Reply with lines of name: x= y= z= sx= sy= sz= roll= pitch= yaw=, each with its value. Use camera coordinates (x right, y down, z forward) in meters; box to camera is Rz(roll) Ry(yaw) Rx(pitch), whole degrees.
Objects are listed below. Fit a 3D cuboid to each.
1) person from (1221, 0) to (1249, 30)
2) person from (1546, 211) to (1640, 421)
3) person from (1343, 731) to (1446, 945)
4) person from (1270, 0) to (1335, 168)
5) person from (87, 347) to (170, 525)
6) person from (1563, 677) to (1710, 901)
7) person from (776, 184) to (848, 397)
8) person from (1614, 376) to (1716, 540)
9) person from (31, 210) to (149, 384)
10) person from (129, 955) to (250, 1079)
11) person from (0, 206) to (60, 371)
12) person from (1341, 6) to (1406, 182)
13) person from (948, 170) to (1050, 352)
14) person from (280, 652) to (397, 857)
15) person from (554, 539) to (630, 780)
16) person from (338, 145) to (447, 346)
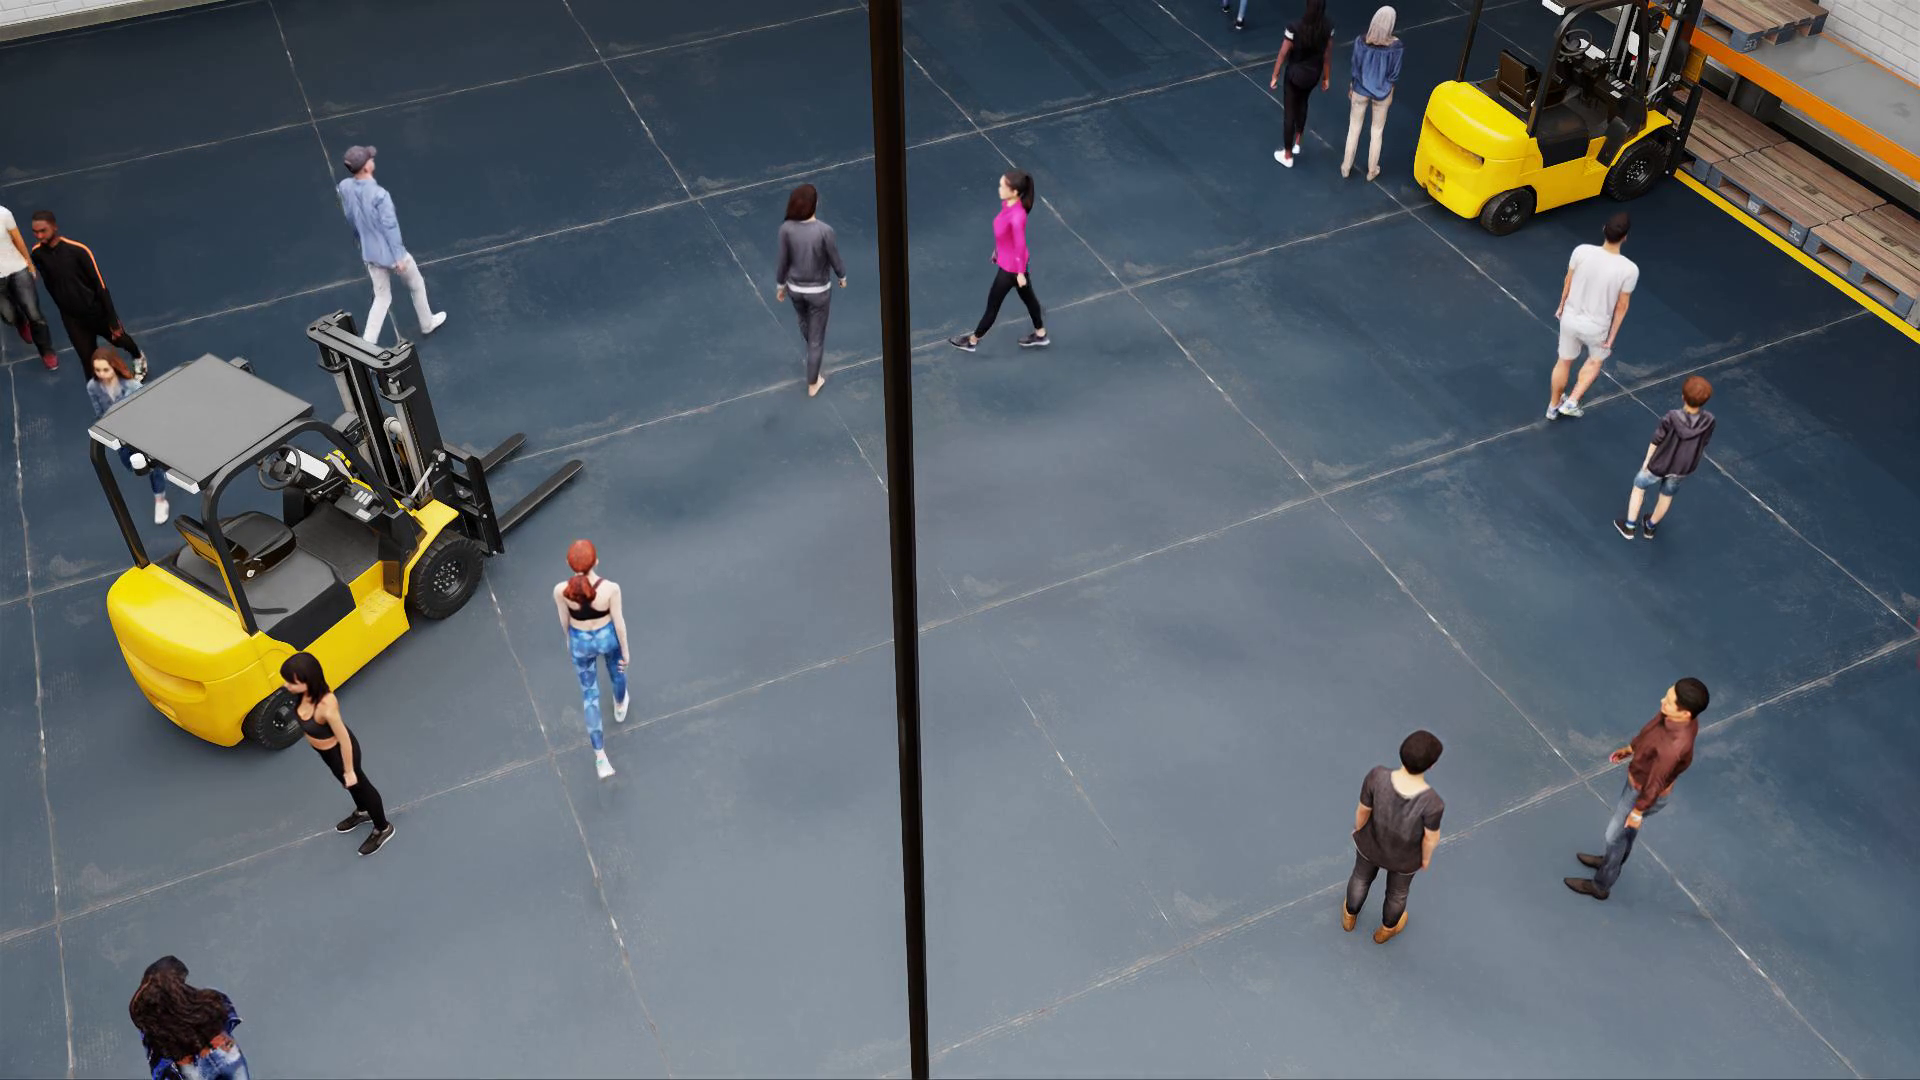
person: x=3.009 y=-6.091 z=17.805 sx=0.744 sy=1.230 sz=0.937 roll=1 pitch=44 yaw=1
person: x=4.747 y=-1.645 z=12.693 sx=0.789 sy=1.844 sz=0.876 roll=27 pitch=50 yaw=25
person: x=2.422 y=1.672 z=9.304 sx=0.672 sy=1.717 sz=0.770 roll=23 pitch=48 yaw=22
person: x=3.247 y=-4.292 z=15.559 sx=0.778 sy=1.725 sz=0.731 roll=-10 pitch=45 yaw=-11
person: x=-5.991 y=-0.827 z=12.110 sx=0.723 sy=1.463 sz=0.874 roll=-3 pitch=44 yaw=-3
person: x=3.974 y=1.415 z=9.531 sx=0.815 sy=1.775 sz=0.776 roll=19 pitch=47 yaw=19
person: x=-1.211 y=-1.915 z=13.058 sx=1.014 sy=1.732 sz=1.121 roll=10 pitch=44 yaw=10
person: x=5.058 y=-0.544 z=11.827 sx=0.670 sy=1.446 sz=0.721 roll=8 pitch=44 yaw=8
person: x=-6.732 y=-1.814 z=12.926 sx=0.890 sy=1.769 sz=1.253 roll=-5 pitch=44 yaw=-5
person: x=-3.721 y=2.689 z=8.339 sx=0.770 sy=1.575 sz=1.112 roll=-28 pitch=50 yaw=-26
person: x=-7.659 y=-2.196 z=13.332 sx=0.714 sy=1.771 sz=0.883 roll=-24 pitch=49 yaw=-23
person: x=3.814 y=-4.136 z=15.423 sx=0.708 sy=1.697 sz=0.763 roll=13 pitch=45 yaw=13
person: x=0.519 y=-2.223 z=13.438 sx=0.915 sy=1.664 sz=1.099 roll=-3 pitch=44 yaw=-4
person: x=-3.667 y=1.232 z=9.819 sx=0.679 sy=1.643 sz=0.532 roll=-32 pitch=52 yaw=-29
person: x=-2.253 y=0.729 z=10.269 sx=0.758 sy=1.761 sz=1.175 roll=-7 pitch=44 yaw=-7
person: x=-4.674 y=-2.288 z=13.351 sx=1.133 sy=1.867 sz=1.147 roll=18 pitch=46 yaw=18
